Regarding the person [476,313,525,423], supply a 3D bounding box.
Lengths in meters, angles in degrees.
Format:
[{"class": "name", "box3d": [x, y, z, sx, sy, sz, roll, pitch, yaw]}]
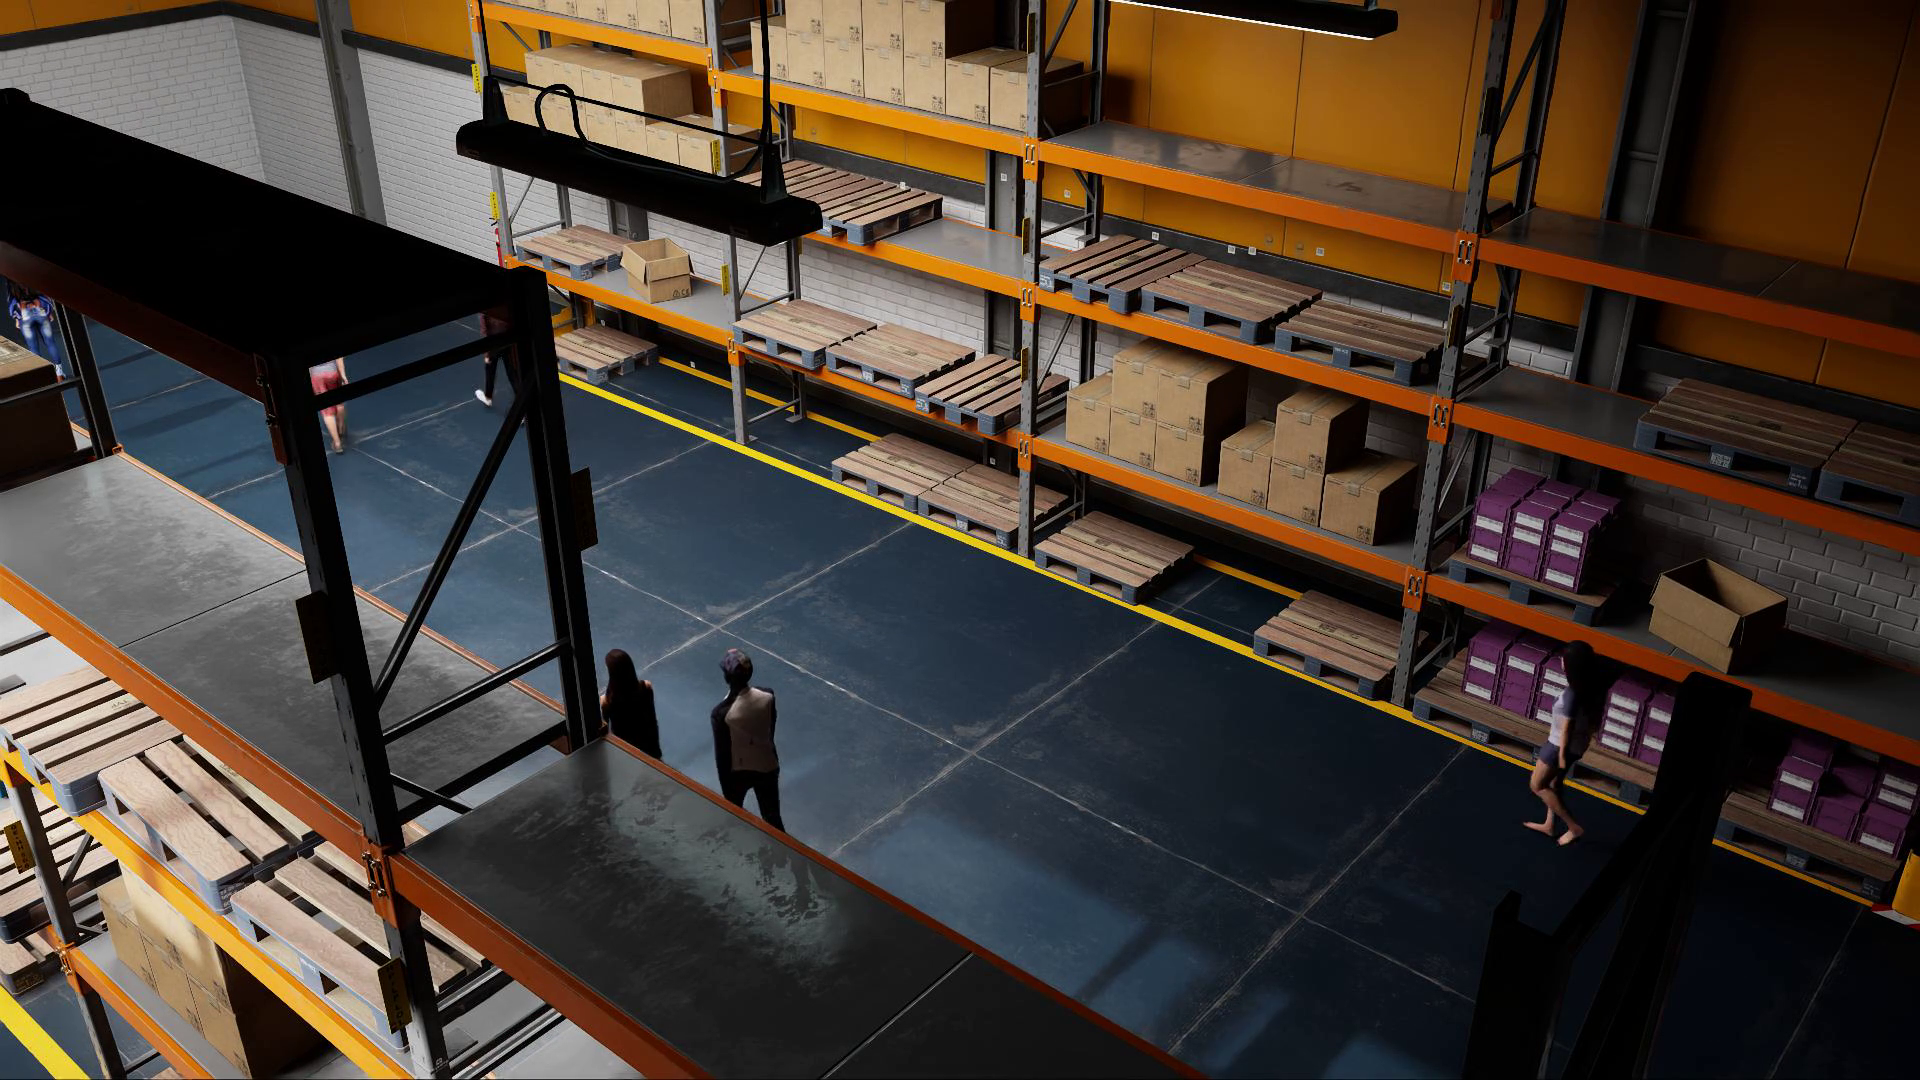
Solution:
[{"class": "person", "box3d": [-5.112, -2.108, 18.667, 0.709, 1.662, 1.073, -25, 38, -38]}]

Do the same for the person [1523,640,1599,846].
[{"class": "person", "box3d": [4.456, 1.504, 12.010, 0.678, 1.695, 0.594, 20, 35, 33]}]

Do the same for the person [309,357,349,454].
[{"class": "person", "box3d": [-6.864, -1.729, 18.009, 0.862, 1.627, 1.065, -13, 31, -22]}]

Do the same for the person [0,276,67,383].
[{"class": "person", "box3d": [-10.952, -2.621, 19.654, 0.674, 1.618, 0.640, -18, 33, -30]}]

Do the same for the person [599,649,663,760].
[{"class": "person", "box3d": [-2.331, 1.561, 11.943, 0.746, 1.659, 1.017, -19, 34, -31]}]

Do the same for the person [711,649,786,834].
[{"class": "person", "box3d": [-1.403, 1.660, 11.567, 0.935, 1.846, 1.270, -17, 33, -28]}]
